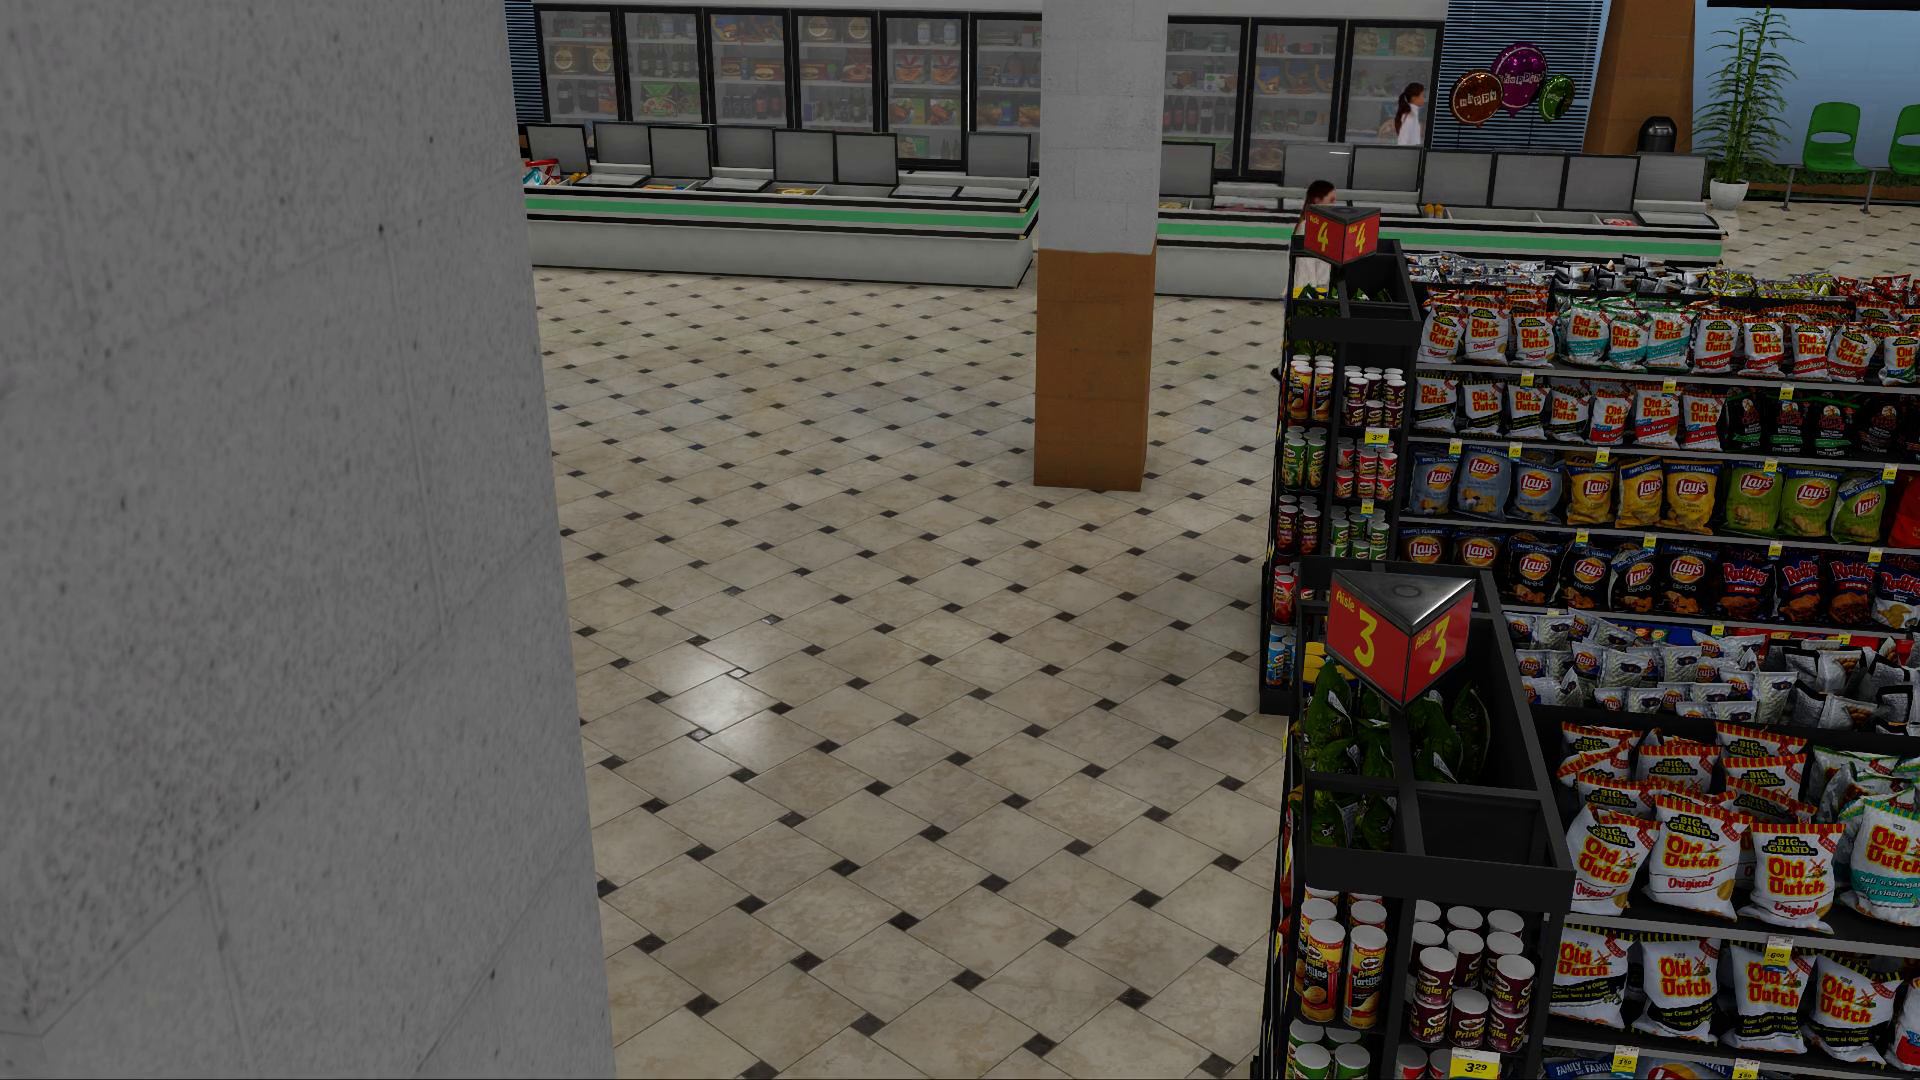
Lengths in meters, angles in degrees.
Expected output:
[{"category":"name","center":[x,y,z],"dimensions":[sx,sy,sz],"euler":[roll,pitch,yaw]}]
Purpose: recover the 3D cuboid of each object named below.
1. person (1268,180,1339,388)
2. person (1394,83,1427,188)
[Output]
[{"category":"person","center":[2.388,-1.733,11.877],"dimensions":[0.816,1.681,0.776],"euler":[17,29,34]},{"category":"person","center":[4.412,-3.835,16.888],"dimensions":[1.082,1.514,0.506],"euler":[4,24,9]}]
